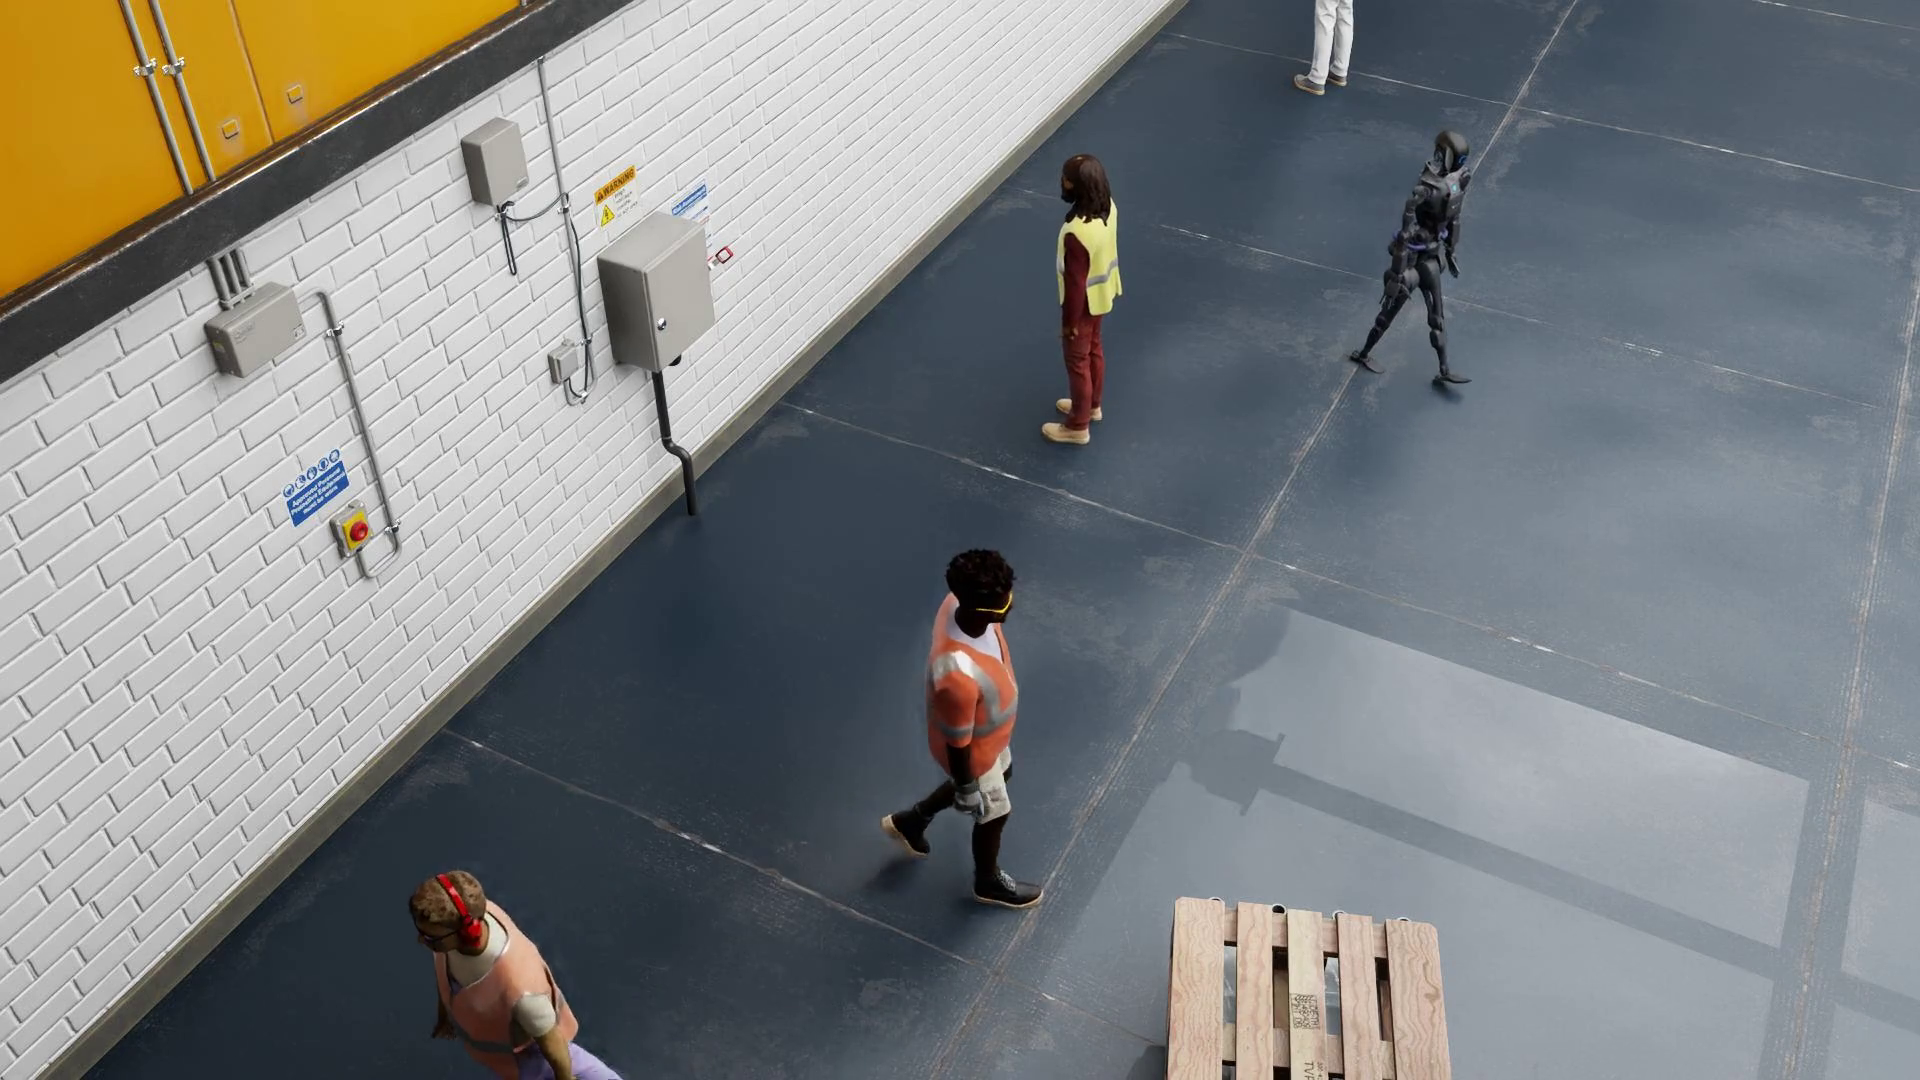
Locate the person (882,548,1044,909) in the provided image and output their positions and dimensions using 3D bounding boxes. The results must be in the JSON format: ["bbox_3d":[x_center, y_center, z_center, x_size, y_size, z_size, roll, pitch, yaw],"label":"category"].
[{"bbox_3d":[0.021,0.768,6.663,0.623,1.944,0.630,2,41,2],"label":"person"}]

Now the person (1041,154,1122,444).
[{"bbox_3d":[0.693,-1.321,9.225,0.372,1.768,0.476,15,43,16],"label":"person"}]

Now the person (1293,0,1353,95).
[{"bbox_3d":[2.873,-4.323,12.624,0.565,1.878,0.353,-31,50,-31],"label":"person"}]

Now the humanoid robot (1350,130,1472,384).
[{"bbox_3d":[2.718,-1.599,9.635,0.608,1.626,0.739,-29,48,-29],"label":"humanoid robot"}]

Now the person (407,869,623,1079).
[{"bbox_3d":[-1.576,1.719,5.675,0.987,1.788,0.583,-29,48,-29],"label":"person"}]
